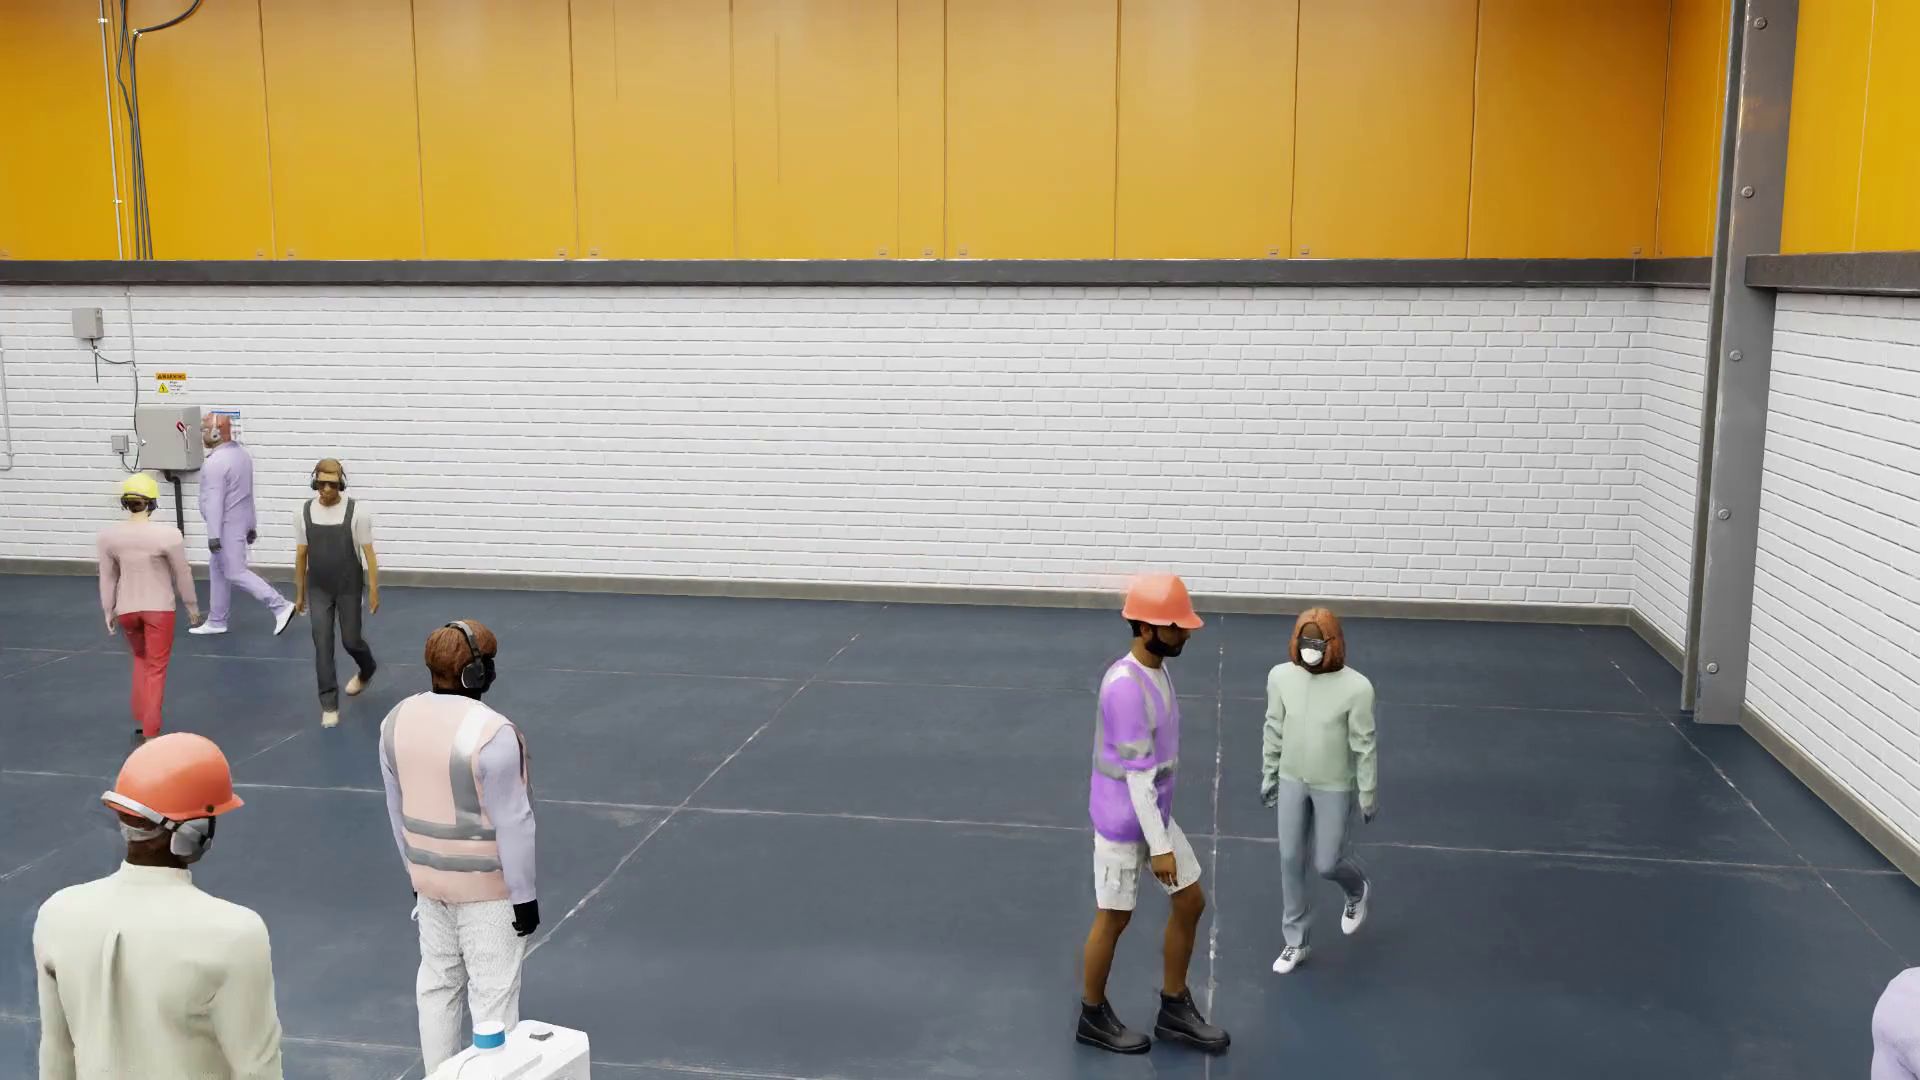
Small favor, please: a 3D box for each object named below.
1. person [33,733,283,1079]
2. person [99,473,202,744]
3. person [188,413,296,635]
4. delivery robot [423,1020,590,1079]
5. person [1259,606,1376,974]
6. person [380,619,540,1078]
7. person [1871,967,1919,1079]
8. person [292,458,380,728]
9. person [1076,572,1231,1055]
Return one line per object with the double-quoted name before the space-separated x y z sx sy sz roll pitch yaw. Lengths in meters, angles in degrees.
"person" -1.893 1.442 3.863 0.615 1.965 0.643 2 9 13
"person" -5.182 0.445 10.676 0.535 1.745 0.618 0 9 2
"person" -5.985 -0.120 13.769 0.874 1.877 0.652 -1 9 -4
"delivery robot" -1.542 1.830 5.472 0.477 0.478 0.707 4 11 24
"person" 1.585 1.062 7.267 0.518 1.614 0.541 7 11 36
"person" -1.697 1.184 5.803 0.621 1.845 0.429 5 11 31
"person" 2.165 1.531 3.370 0.632 1.940 0.372 8 12 42
"person" -4.208 0.315 11.277 0.561 1.813 0.726 -1 9 -7
"person" 0.760 1.067 6.321 0.731 1.906 0.550 4 10 26
